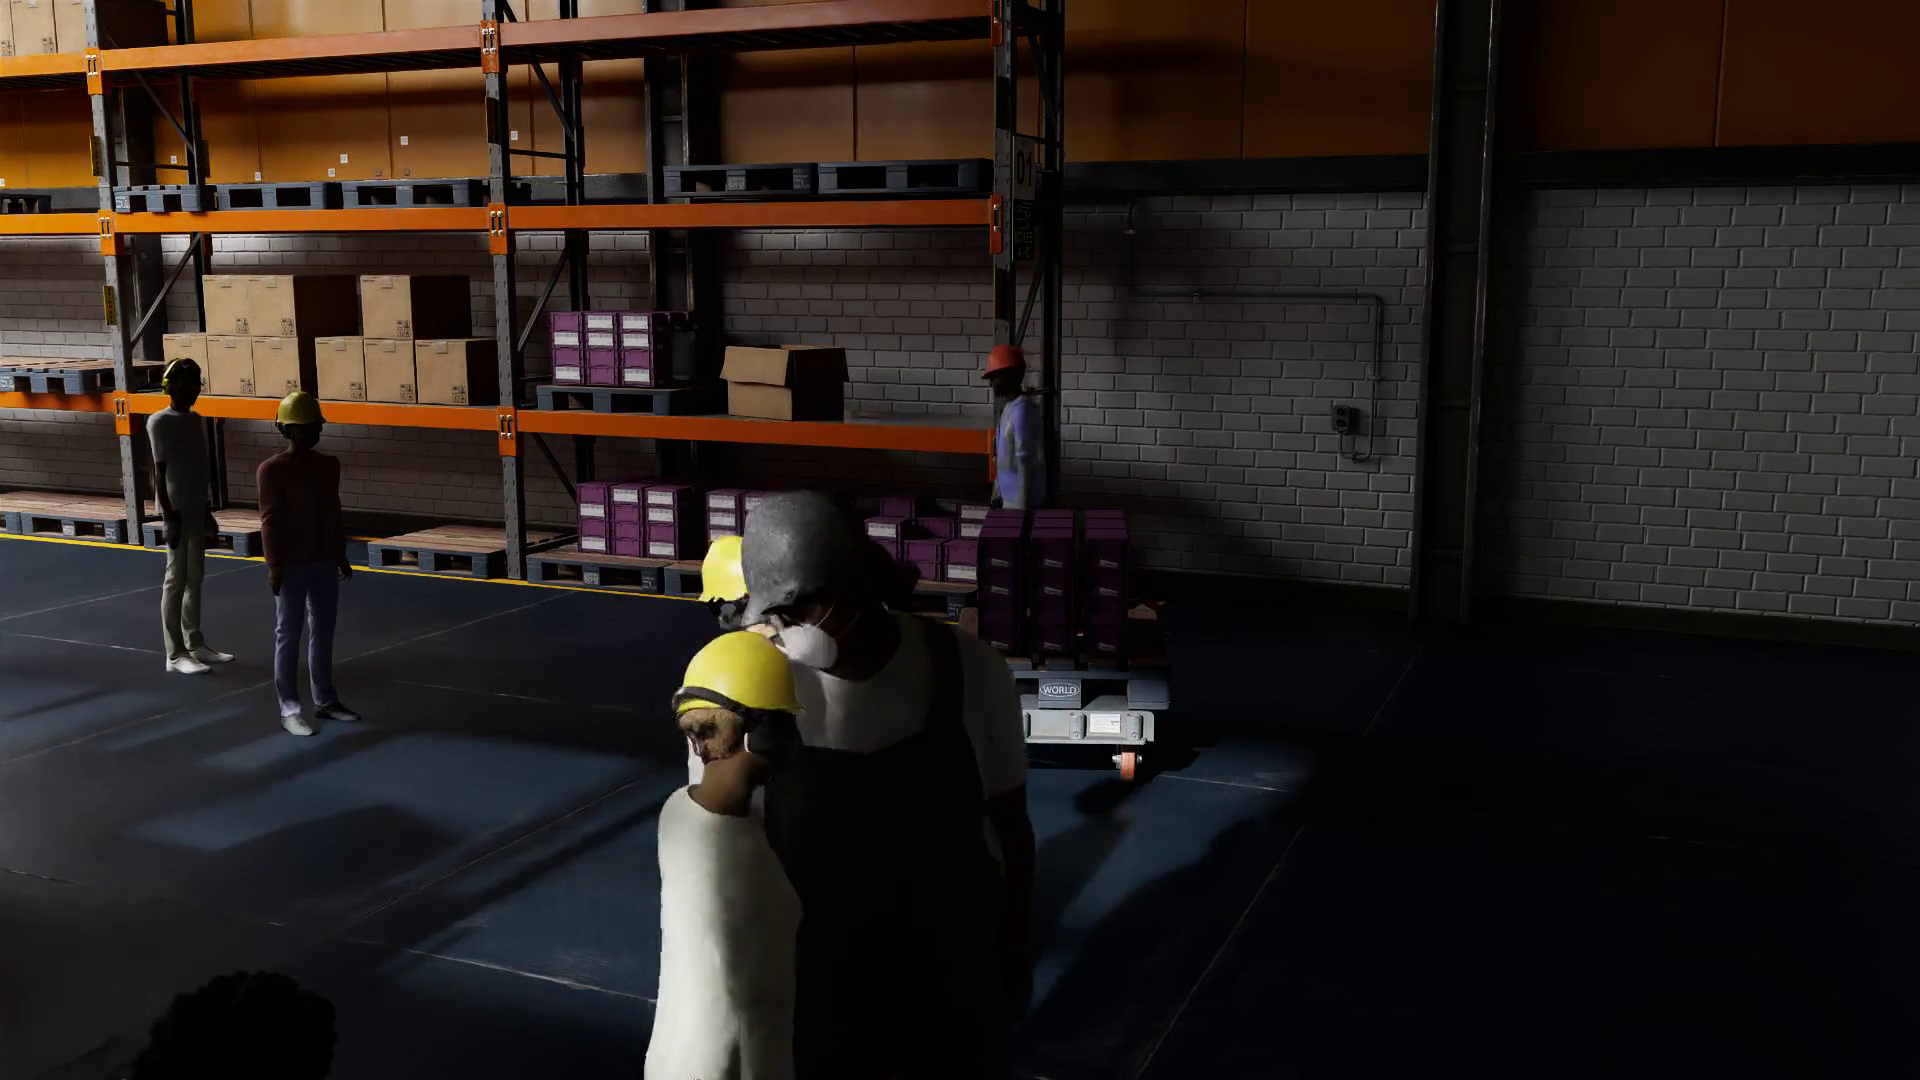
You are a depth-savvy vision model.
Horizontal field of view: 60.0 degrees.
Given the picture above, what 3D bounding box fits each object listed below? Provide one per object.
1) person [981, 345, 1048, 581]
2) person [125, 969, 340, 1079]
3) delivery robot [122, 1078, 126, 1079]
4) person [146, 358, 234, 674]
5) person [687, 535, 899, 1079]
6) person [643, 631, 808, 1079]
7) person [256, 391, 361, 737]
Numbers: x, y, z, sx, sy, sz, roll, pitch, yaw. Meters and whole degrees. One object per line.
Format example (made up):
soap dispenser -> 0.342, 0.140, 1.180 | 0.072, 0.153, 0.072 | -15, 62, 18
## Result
person -> 0.408, -0.282, 10.593 | 0.513, 1.906, 0.586 | -2, 10, -13
person -> -0.827, 1.315, 1.756 | 0.560, 1.654, 0.848 | 1, 9, 3
delivery robot -> -1.876, 1.473, 3.811 | 0.477, 0.478, 0.707 | 4, 10, 20
person -> -4.587, -0.146, 9.884 | 0.330, 1.865, 0.518 | 1, 9, 3
person -> -0.448, 0.844, 4.459 | 0.574, 1.693, 0.981 | -6, 11, -33
person -> -0.499, 1.052, 3.108 | 0.621, 1.742, 0.614 | -4, 10, -22
person -> -3.366, 0.116, 8.603 | 0.310, 1.768, 0.533 | 4, 10, 24
